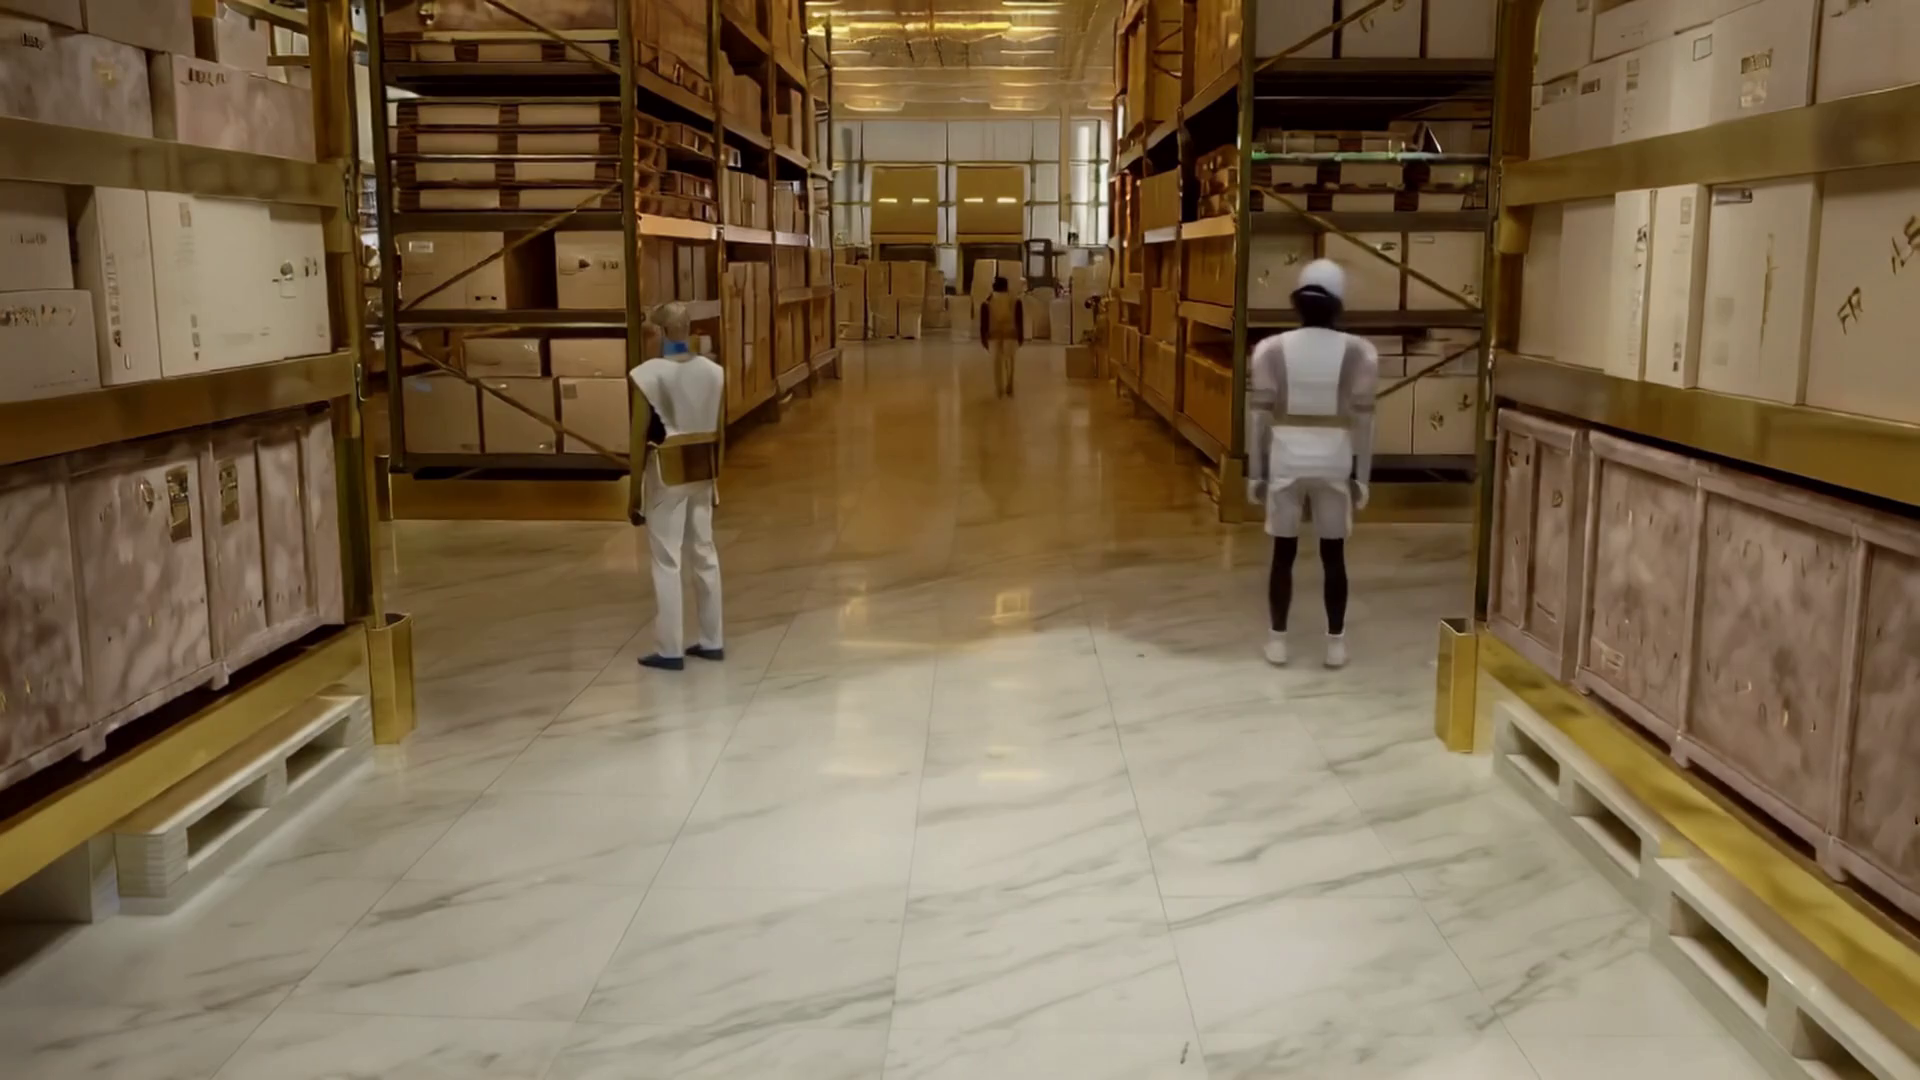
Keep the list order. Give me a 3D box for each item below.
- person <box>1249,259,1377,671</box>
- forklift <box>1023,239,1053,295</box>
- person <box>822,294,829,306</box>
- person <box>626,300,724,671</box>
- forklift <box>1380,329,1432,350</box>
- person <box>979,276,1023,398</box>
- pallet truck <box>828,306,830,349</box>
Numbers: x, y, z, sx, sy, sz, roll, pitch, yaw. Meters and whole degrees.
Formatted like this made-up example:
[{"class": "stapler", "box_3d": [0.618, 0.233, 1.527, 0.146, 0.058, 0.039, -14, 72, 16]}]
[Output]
[{"class": "person", "box_3d": [1.746, -0.368, 8.281, 0.614, 2.041, 0.397, 2, 10, 13]}, {"class": "forklift", "box_3d": [2.745, -9.048, 57.760, 1.129, 2.768, 1.873, 7, 12, 38]}, {"class": "person", "box_3d": [-2.927, -4.838, 35.192, 0.377, 1.995, 0.608, 9, 13, 44]}, {"class": "person", "box_3d": [-1.393, -0.267, 8.293, 0.384, 1.837, 0.565, 8, 13, 41]}, {"class": "forklift", "box_3d": [9.889, -5.804, 38.331, 1.873, 2.768, 1.129, 5, 11, 26]}, {"class": "person", "box_3d": [0.624, -3.070, 25.131, 0.660, 1.811, 0.798, 0, 9, 3]}, {"class": "pallet truck", "box_3d": [-3.100, -3.940, 29.800, 1.885, 1.965, 0.823, 3, 10, 19]}]
